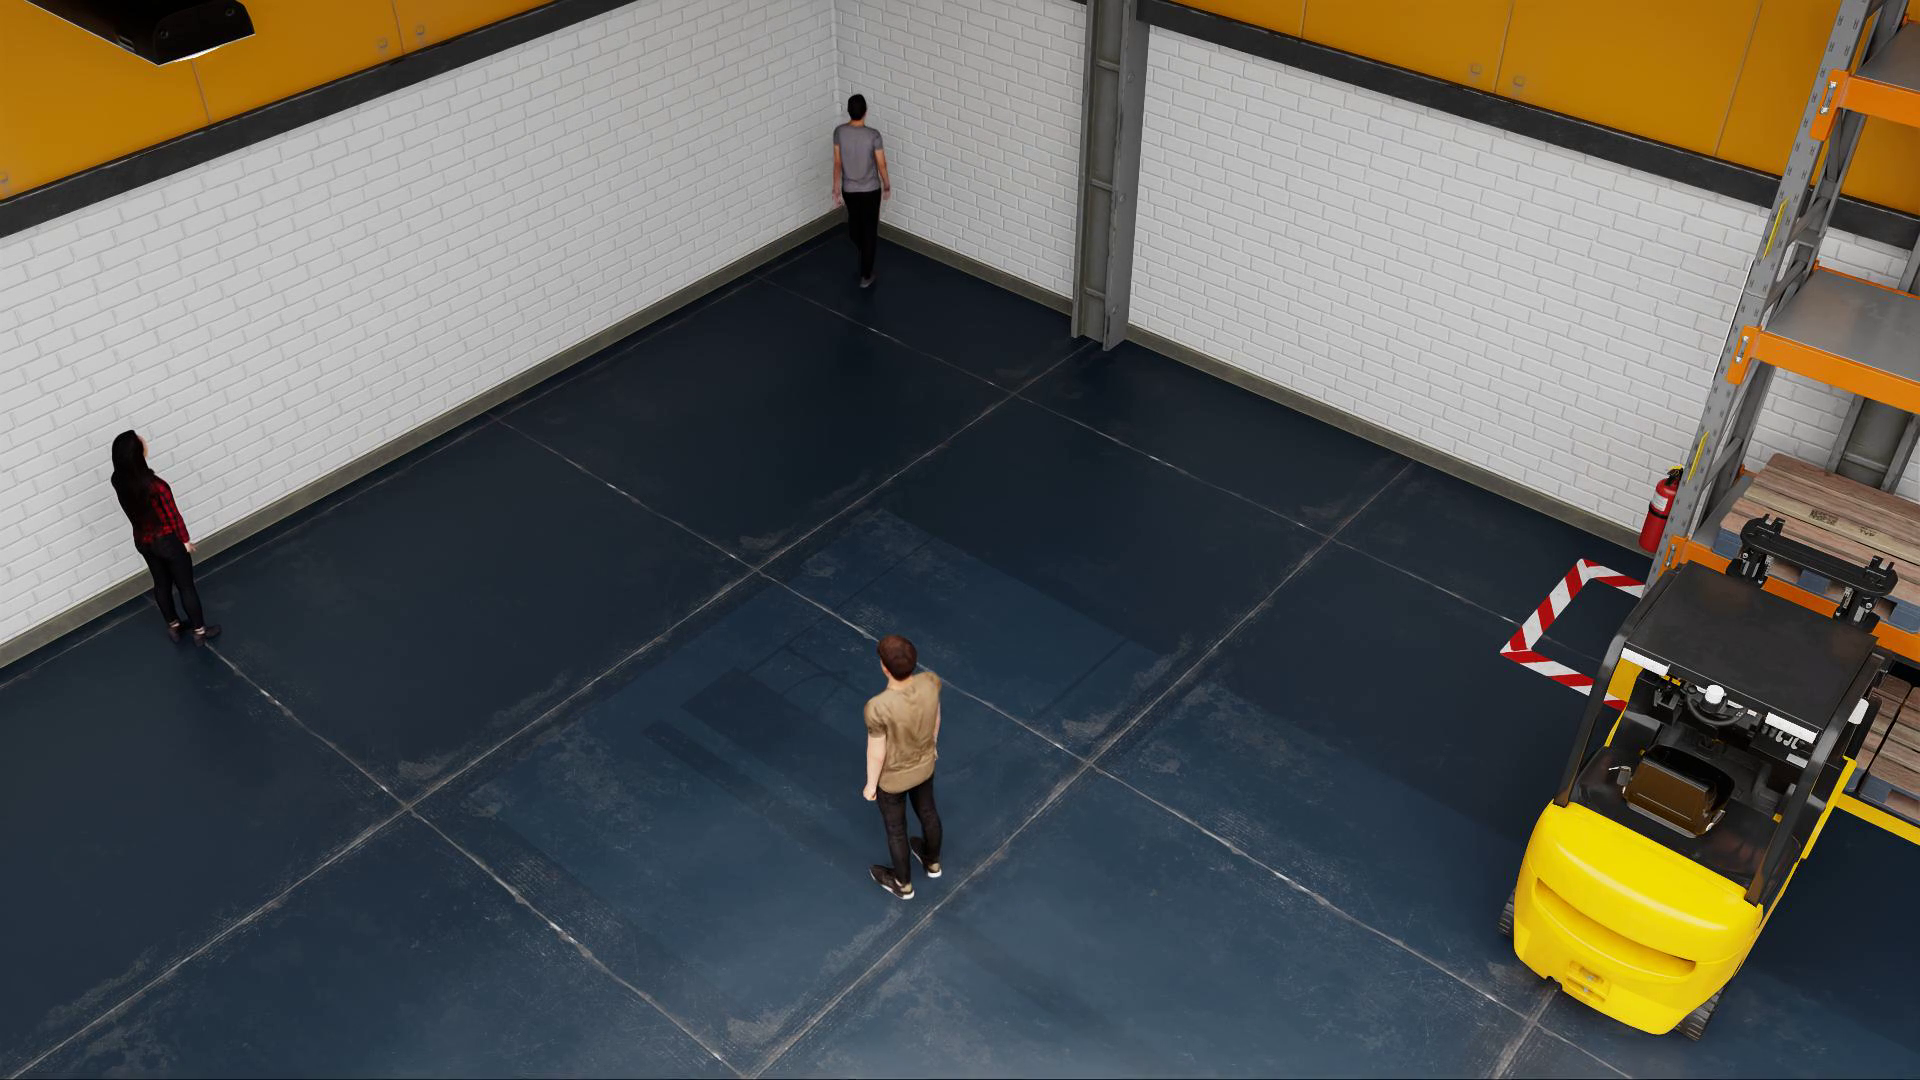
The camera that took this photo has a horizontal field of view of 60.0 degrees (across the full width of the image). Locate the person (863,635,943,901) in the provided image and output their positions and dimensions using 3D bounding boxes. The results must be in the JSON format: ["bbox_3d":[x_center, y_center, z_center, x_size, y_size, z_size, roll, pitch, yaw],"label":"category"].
[{"bbox_3d":[-0.308,1.264,9.258,0.698,1.848,0.609,-28,47,-31],"label":"person"}]

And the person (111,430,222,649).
[{"bbox_3d":[-5.288,0.014,10.983,0.586,1.649,0.713,10,40,12],"label":"person"}]

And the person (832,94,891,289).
[{"bbox_3d":[-0.890,-3.085,14.810,1.109,1.717,1.001,9,40,12],"label":"person"}]
